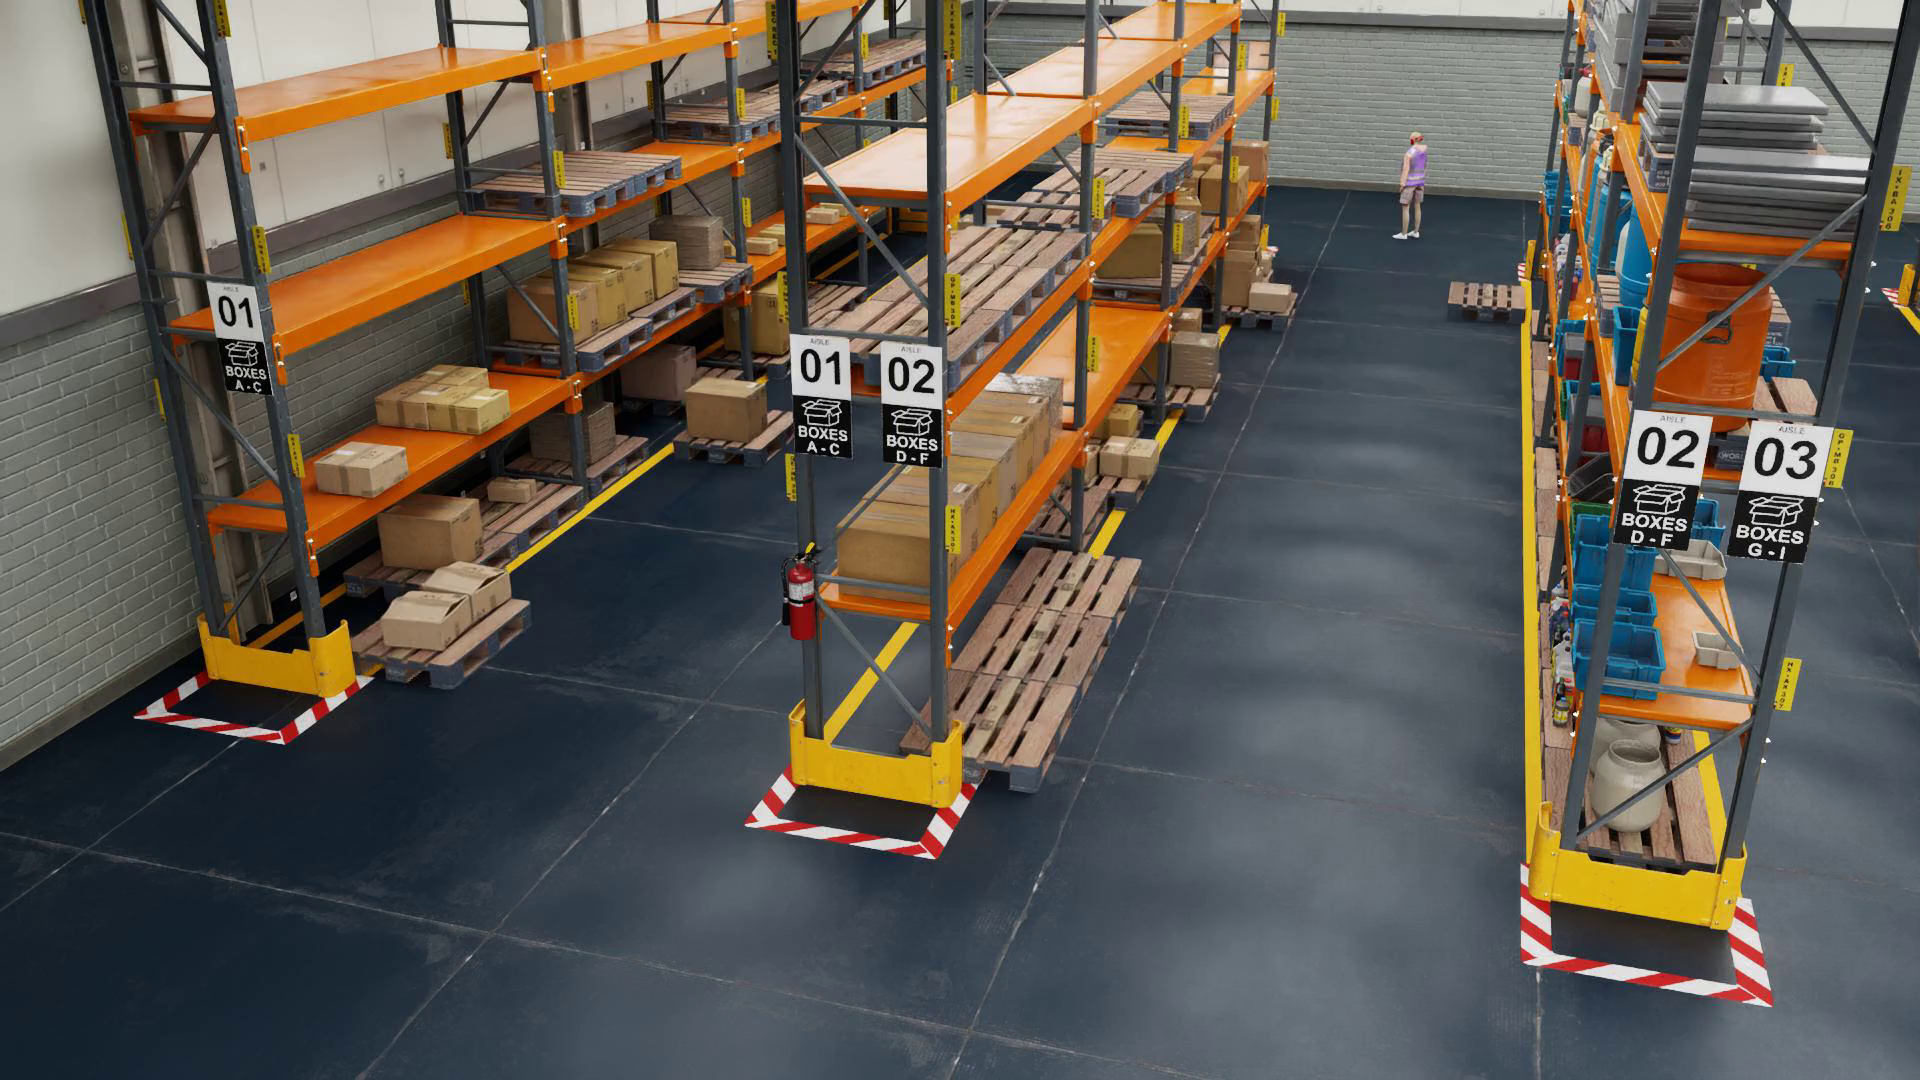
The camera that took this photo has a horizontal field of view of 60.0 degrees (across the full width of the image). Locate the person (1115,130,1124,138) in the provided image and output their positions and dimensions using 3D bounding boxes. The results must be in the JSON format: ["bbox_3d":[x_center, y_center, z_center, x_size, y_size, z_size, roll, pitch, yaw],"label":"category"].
[{"bbox_3d":[2.380,-5.693,26.517,0.922,1.734,0.563,12,26,26],"label":"person"}]

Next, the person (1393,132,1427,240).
[{"bbox_3d":[7.180,-5.620,26.417,0.489,1.688,0.351,-14,27,-29],"label":"person"}]
